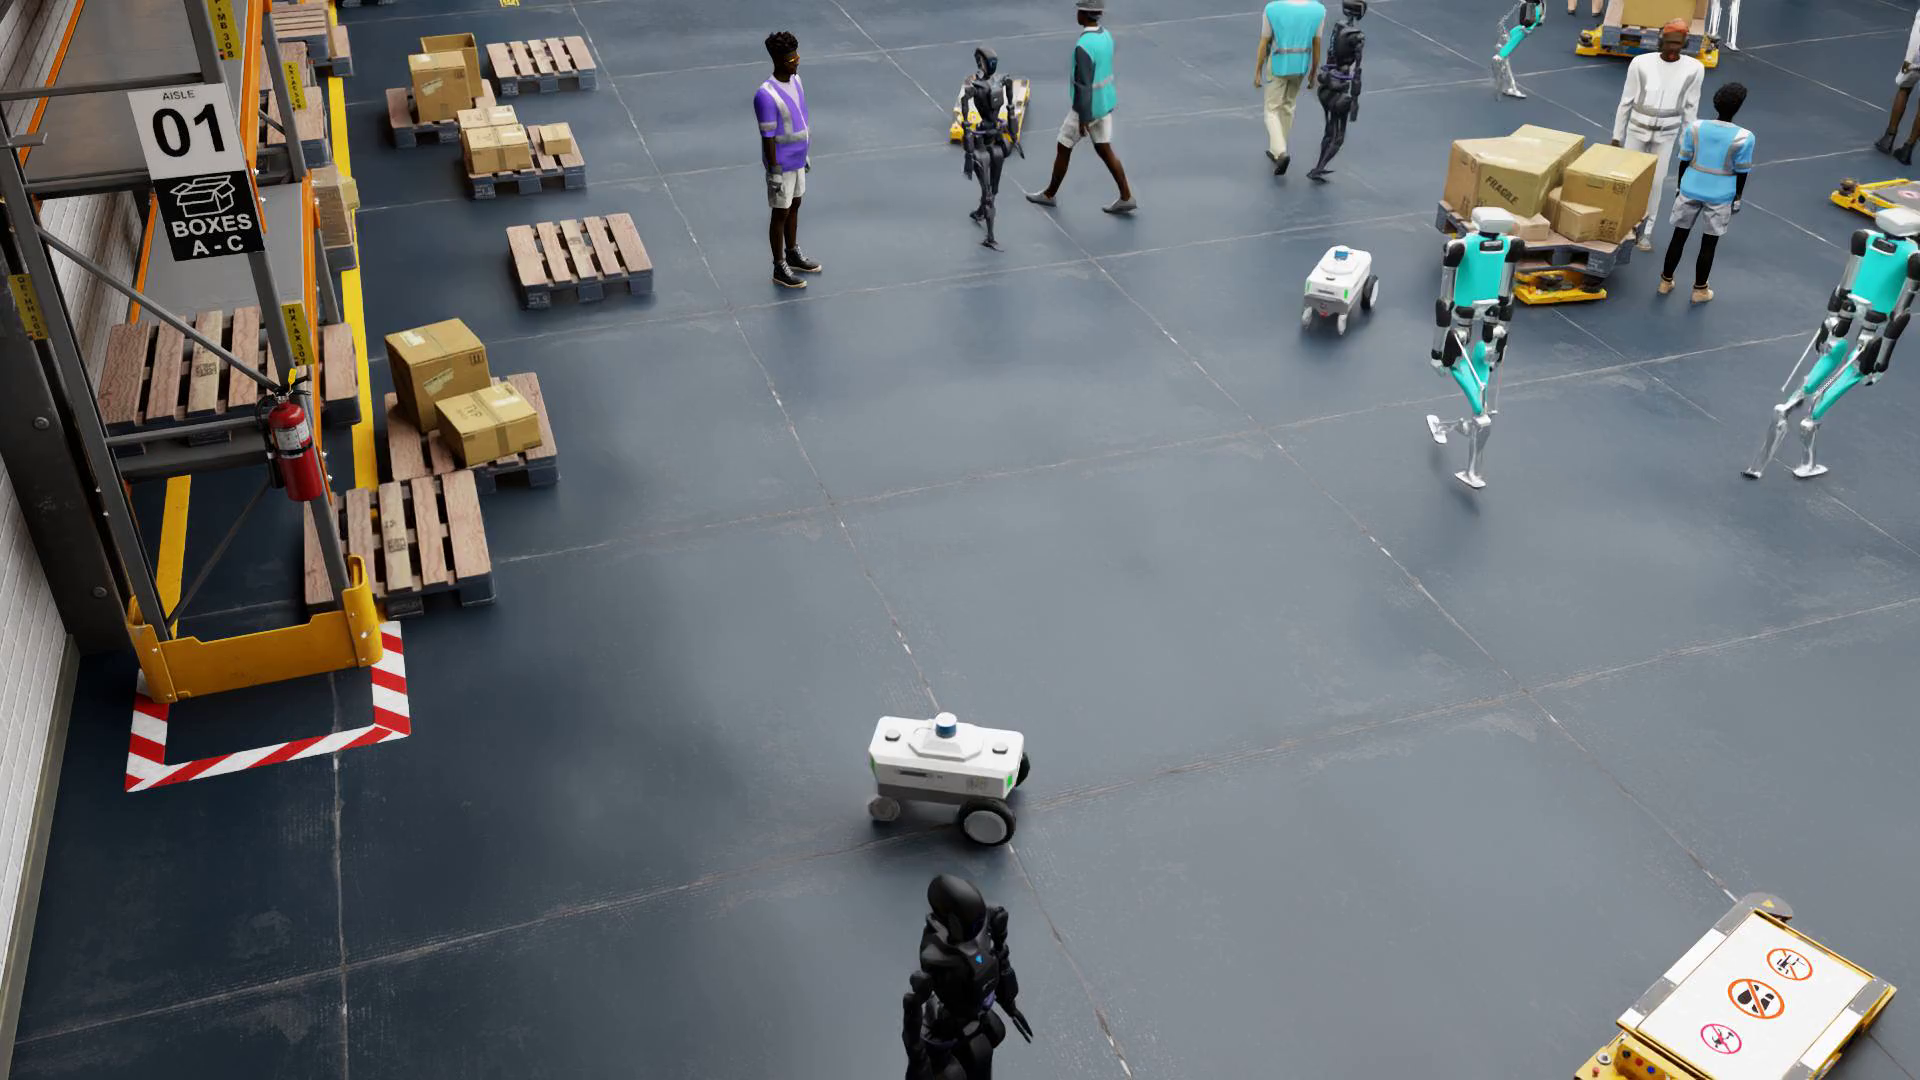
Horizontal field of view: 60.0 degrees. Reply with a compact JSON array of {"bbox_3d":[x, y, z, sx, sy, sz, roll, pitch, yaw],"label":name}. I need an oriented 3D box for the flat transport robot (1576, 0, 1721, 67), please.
[{"bbox_3d":[7.506,-5.402,18.144,1.431,0.231,0.659,12,35,18],"label":"flat transport robot"}]

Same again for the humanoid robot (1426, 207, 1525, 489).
[{"bbox_3d":[3.248,-1.129,10.269,0.563,1.730,1.061,-10,34,-15],"label":"humanoid robot"}]

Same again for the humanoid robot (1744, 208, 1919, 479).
[{"bbox_3d":[5.338,-1.106,10.285,0.872,1.845,0.550,-12,35,-18],"label":"humanoid robot"}]

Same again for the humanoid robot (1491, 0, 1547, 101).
[{"bbox_3d":[5.560,-5.233,16.595,0.659,1.865,0.551,19,38,27],"label":"humanoid robot"}]

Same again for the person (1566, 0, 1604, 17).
[{"bbox_3d":[7.367,-6.907,19.174,0.457,1.667,0.388,16,36,23],"label":"person"}]

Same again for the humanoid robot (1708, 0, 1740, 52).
[{"bbox_3d":[8.337,-6.098,17.747,0.533,1.675,0.735,5,33,7],"label":"humanoid robot"}]

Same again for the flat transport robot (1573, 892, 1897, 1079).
[{"bbox_3d":[3.193,1.997,6.796,1.431,0.231,0.659,-26,41,-33],"label":"flat transport robot"}]

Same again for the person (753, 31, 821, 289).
[{"bbox_3d":[-1.327,-2.931,12.803,0.369,1.966,0.601,11,35,16],"label":"person"}]

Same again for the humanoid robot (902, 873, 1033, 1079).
[{"bbox_3d":[-0.037,1.748,5.896,0.443,1.646,0.600,24,40,32],"label":"humanoid robot"}]

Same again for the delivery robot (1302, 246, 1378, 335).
[{"bbox_3d":[2.847,-1.938,12.541,0.499,0.563,0.738,15,36,21],"label":"delivery robot"}]

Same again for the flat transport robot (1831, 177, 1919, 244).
[{"bbox_3d":[8.175,-2.744,14.067,0.659,0.231,1.431,-11,35,-16],"label":"flat transport robot"}]

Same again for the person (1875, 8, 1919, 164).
[{"bbox_3d":[8.879,-4.398,15.119,0.554,1.889,0.606,9,34,13],"label":"person"}]

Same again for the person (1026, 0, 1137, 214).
[{"bbox_3d":[1.094,-3.686,14.034,0.998,1.884,0.564,17,37,24],"label":"person"}]

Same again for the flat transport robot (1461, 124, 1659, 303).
[{"bbox_3d":[4.723,-2.306,13.396,0.659,0.231,1.431,21,39,29],"label":"flat transport robot"}]

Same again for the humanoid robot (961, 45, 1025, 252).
[{"bbox_3d":[0.244,-3.243,13.605,0.600,1.633,0.725,-25,41,-33],"label":"humanoid robot"}]

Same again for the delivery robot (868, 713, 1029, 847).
[{"bbox_3d":[-0.066,1.083,7.927,0.772,0.586,0.499,6,34,9],"label":"delivery robot"}]

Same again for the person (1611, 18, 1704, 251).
[{"bbox_3d":[5.567,-3.256,13.383,0.593,1.877,0.352,11,35,16],"label":"person"}]

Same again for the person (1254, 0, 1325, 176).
[{"bbox_3d":[2.932,-4.187,14.860,0.570,1.824,0.754,-6,34,-9],"label":"person"}]

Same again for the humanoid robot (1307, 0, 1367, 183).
[{"bbox_3d":[3.300,-3.983,14.697,0.433,1.651,0.590,-10,34,-15],"label":"humanoid robot"}]

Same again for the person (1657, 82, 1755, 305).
[{"bbox_3d":[5.641,-2.611,12.553,0.534,1.699,0.318,26,41,33],"label":"person"}]

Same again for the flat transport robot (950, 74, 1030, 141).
[{"bbox_3d":[0.310,-4.262,16.395,0.659,0.231,1.431,4,33,5],"label":"flat transport robot"}]

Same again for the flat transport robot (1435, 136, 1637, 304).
[{"bbox_3d":[4.550,-2.277,13.351,0.659,0.231,1.431,-6,34,-8],"label":"flat transport robot"}]
